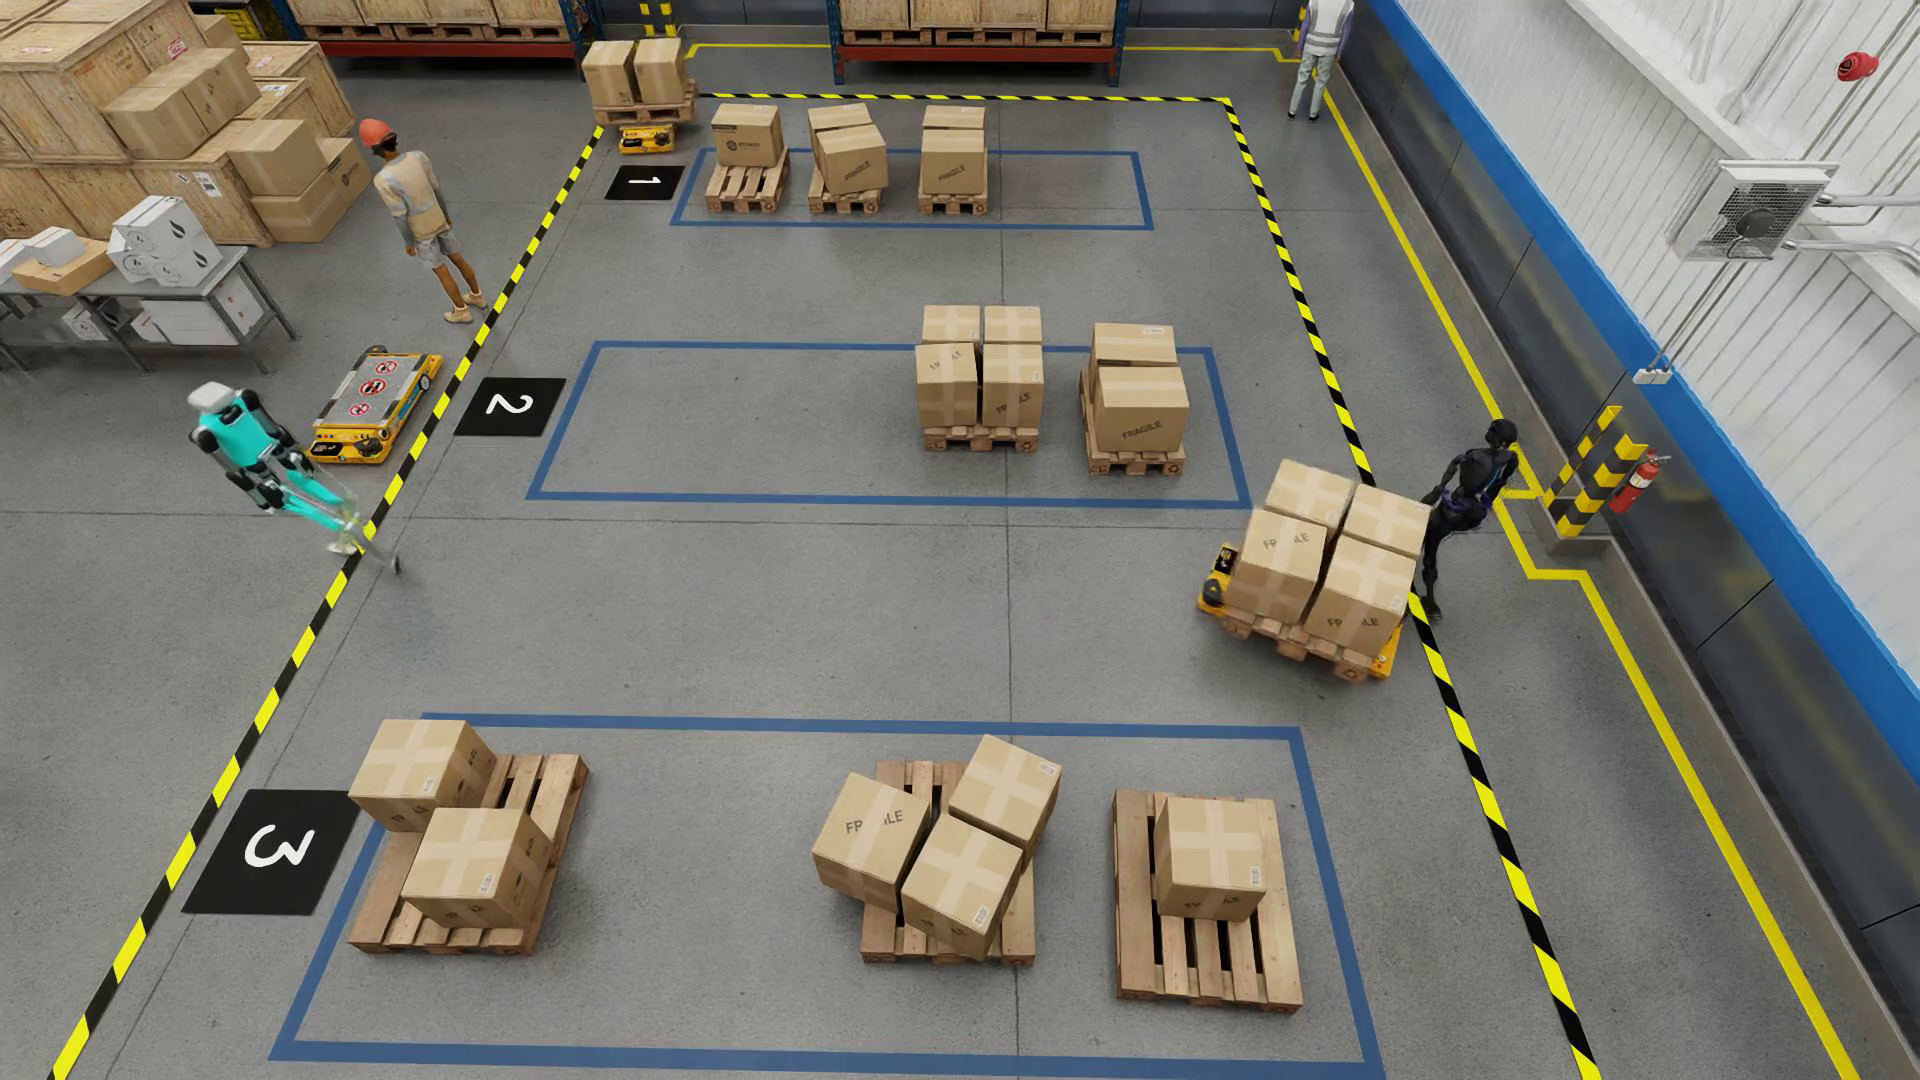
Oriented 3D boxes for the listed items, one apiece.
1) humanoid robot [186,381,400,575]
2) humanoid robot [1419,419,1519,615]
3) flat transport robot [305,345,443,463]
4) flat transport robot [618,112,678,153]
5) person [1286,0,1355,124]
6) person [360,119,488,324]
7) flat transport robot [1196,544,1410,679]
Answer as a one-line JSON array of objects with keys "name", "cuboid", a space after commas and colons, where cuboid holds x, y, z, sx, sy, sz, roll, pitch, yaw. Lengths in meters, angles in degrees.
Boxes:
[{"name": "humanoid robot", "cuboid": [-4.728, -0.376, 6.748, 0.889, 1.808, 0.546, 9, 50, 8]}, {"name": "humanoid robot", "cuboid": [3.599, -0.200, 6.656, 0.612, 1.644, 0.782, -7, 50, -6]}, {"name": "flat transport robot", "cuboid": [-5.383, -1.269, 8.441, 0.659, 0.231, 1.431, 1, 50, 1]}, {"name": "flat transport robot", "cuboid": [-4.049, -5.519, 12.019, 0.652, 0.197, 1.431, -4, 50, -3]}, {"name": "person", "cuboid": [4.576, -6.253, 11.639, 0.588, 1.824, 0.403, 17, 52, 14]}, {"name": "person", "cuboid": [-5.112, -2.998, 8.747, 0.377, 2.038, 0.605, 14, 51, 12]}, {"name": "flat transport robot", "cuboid": [2.592, 0.486, 6.938, 1.431, 0.197, 0.652, 21, 53, 17]}]
